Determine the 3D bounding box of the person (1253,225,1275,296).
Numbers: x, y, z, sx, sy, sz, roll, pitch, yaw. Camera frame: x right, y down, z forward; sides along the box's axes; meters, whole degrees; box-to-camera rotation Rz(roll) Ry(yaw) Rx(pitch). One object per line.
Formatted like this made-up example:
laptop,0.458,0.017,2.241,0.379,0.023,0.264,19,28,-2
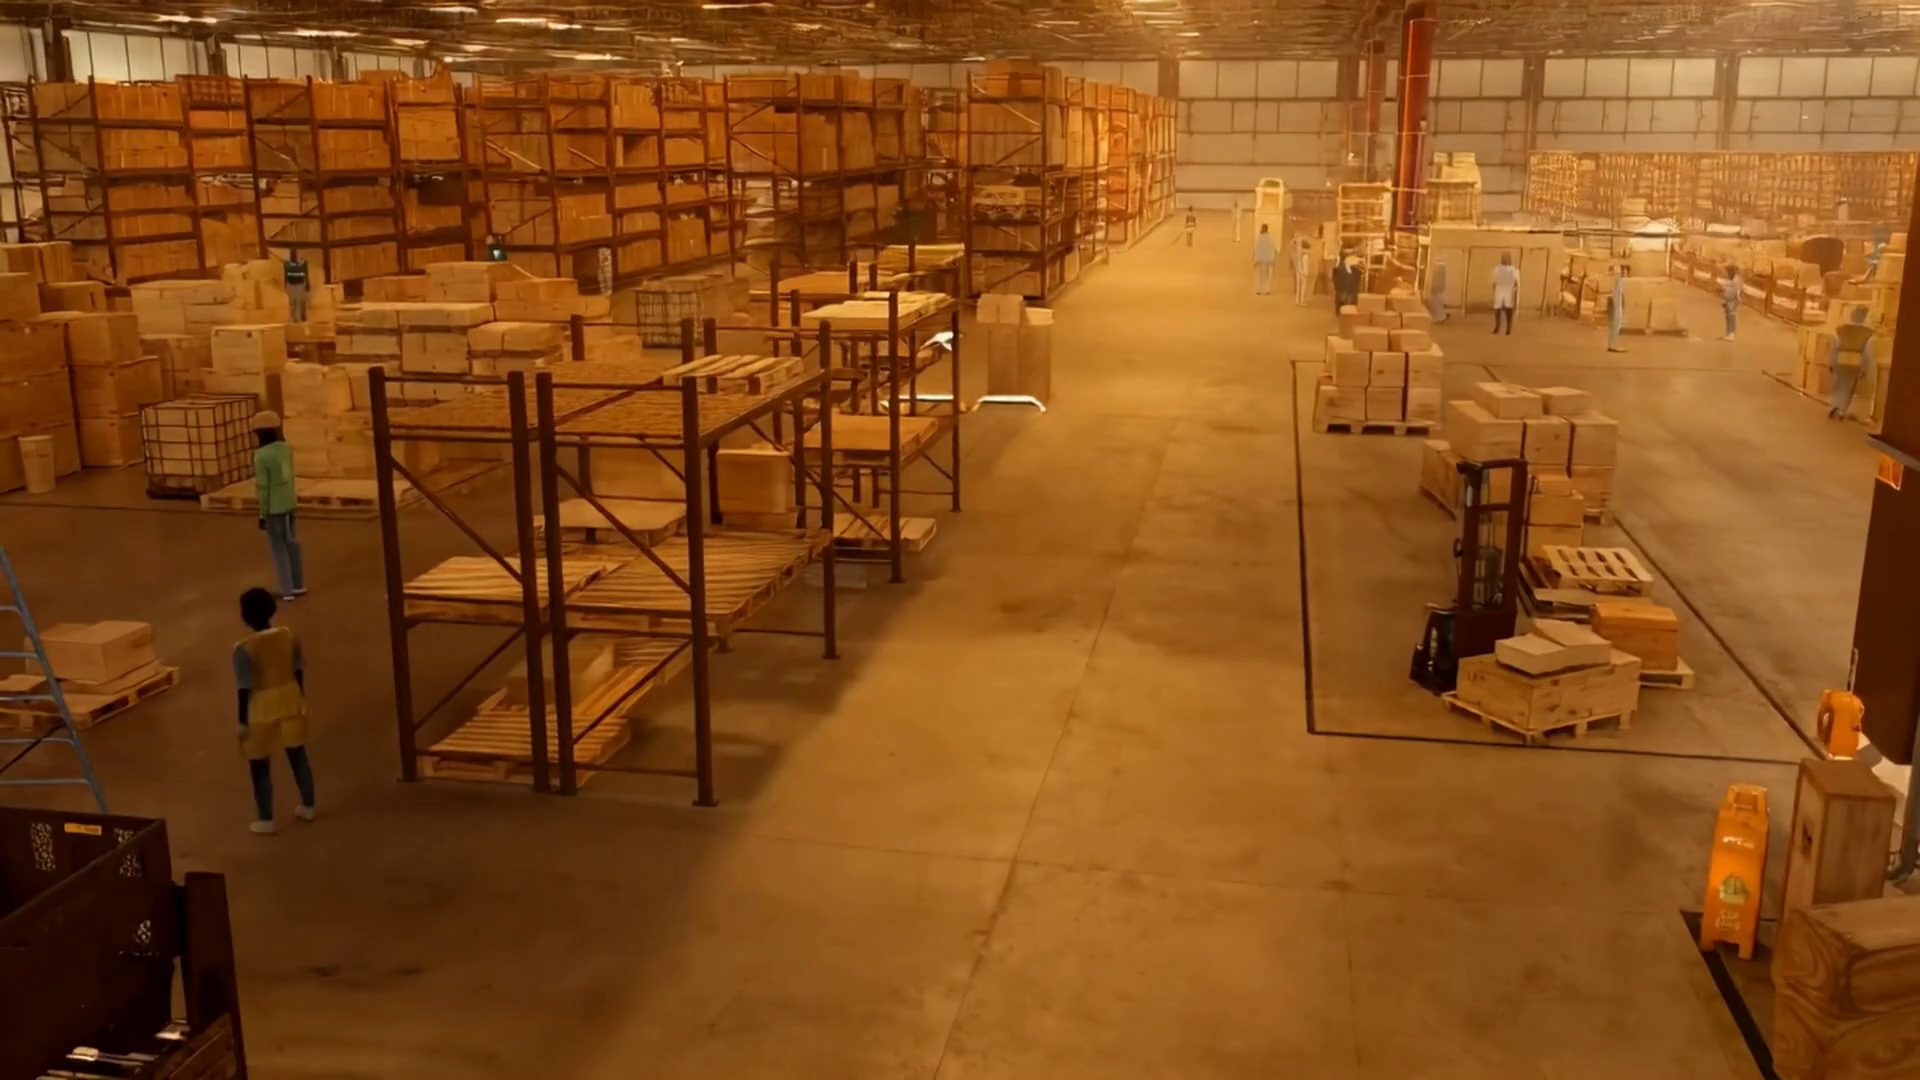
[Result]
person,8.652,-7.955,47.324,0.626,1.992,0.387,-3,14,-11

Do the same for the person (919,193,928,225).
person,-1.895,-16.760,83.192,0.656,1.945,1.032,1,14,3

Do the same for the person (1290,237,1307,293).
person,9.810,-7.973,48.196,0.508,1.610,0.739,5,15,19

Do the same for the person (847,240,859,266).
person,-2.733,-6.703,42.471,0.355,1.883,0.575,-2,14,-7

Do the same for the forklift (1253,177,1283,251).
forklift,12.083,-12.747,64.956,1.129,2.768,1.873,3,14,10

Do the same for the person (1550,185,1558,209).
person,31.453,-17.918,88.096,0.389,1.838,0.563,-2,14,-9

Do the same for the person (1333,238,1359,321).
person,9.543,-6.400,40.918,0.536,2.000,0.681,-11,18,-38

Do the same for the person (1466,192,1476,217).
person,23.332,-15.027,76.266,0.621,1.899,1.013,-4,14,-16

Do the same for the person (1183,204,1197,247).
person,9.332,-12.773,67.522,0.563,1.671,0.634,0,14,-1

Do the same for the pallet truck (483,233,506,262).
pallet truck,-11.832,-7.026,43.548,1.885,1.965,0.823,8,16,28

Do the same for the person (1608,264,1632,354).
person,13.939,-4.873,35.076,0.311,1.865,0.533,1,14,6

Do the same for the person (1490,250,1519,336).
person,12.423,-5.631,37.981,0.598,1.958,0.385,11,17,37

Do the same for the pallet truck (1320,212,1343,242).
pallet truck,15.874,-13.227,70.310,0.680,1.201,1.601,10,17,35

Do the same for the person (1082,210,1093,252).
person,4.561,-10.869,59.405,0.973,1.902,0.559,1,14,4

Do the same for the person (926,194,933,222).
person,-1.593,-17.191,85.311,0.321,1.761,0.522,-9,16,-31

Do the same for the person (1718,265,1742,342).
person,17.191,-5.274,37.072,0.320,1.691,0.536,0,14,-1

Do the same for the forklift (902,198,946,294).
forklift,-1.075,-7.943,45.450,1.129,2.768,1.873,3,14,10

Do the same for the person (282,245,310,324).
person,-16.081,-6.178,40.292,0.592,1.911,0.385,-12,18,-41

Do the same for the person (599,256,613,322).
person,-8.607,-6.081,40.447,0.310,1.640,0.514,-3,14,-12

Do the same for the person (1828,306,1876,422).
person,14.263,-2.806,26.638,0.595,1.887,0.490,7,16,27

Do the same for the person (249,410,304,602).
person,-6.805,-0.343,16.552,0.358,1.930,0.590,2,14,6

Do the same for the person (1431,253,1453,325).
person,11.567,-6.008,39.917,0.583,1.745,0.535,12,18,39

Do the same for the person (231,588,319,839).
person,-4.562,1.147,11.042,0.352,1.688,0.560,8,16,30

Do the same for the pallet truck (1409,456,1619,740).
pallet truck,4.504,0.400,13.395,0.823,1.965,1.885,-6,15,-23

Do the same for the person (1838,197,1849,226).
person,37.877,-13.844,71.611,0.763,1.806,0.625,5,15,19

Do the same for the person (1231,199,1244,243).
person,11.603,-13.373,69.687,0.406,1.822,0.591,-11,18,-38

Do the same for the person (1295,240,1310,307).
person,9.147,-7.084,44.276,0.320,1.762,0.522,-5,15,-21
